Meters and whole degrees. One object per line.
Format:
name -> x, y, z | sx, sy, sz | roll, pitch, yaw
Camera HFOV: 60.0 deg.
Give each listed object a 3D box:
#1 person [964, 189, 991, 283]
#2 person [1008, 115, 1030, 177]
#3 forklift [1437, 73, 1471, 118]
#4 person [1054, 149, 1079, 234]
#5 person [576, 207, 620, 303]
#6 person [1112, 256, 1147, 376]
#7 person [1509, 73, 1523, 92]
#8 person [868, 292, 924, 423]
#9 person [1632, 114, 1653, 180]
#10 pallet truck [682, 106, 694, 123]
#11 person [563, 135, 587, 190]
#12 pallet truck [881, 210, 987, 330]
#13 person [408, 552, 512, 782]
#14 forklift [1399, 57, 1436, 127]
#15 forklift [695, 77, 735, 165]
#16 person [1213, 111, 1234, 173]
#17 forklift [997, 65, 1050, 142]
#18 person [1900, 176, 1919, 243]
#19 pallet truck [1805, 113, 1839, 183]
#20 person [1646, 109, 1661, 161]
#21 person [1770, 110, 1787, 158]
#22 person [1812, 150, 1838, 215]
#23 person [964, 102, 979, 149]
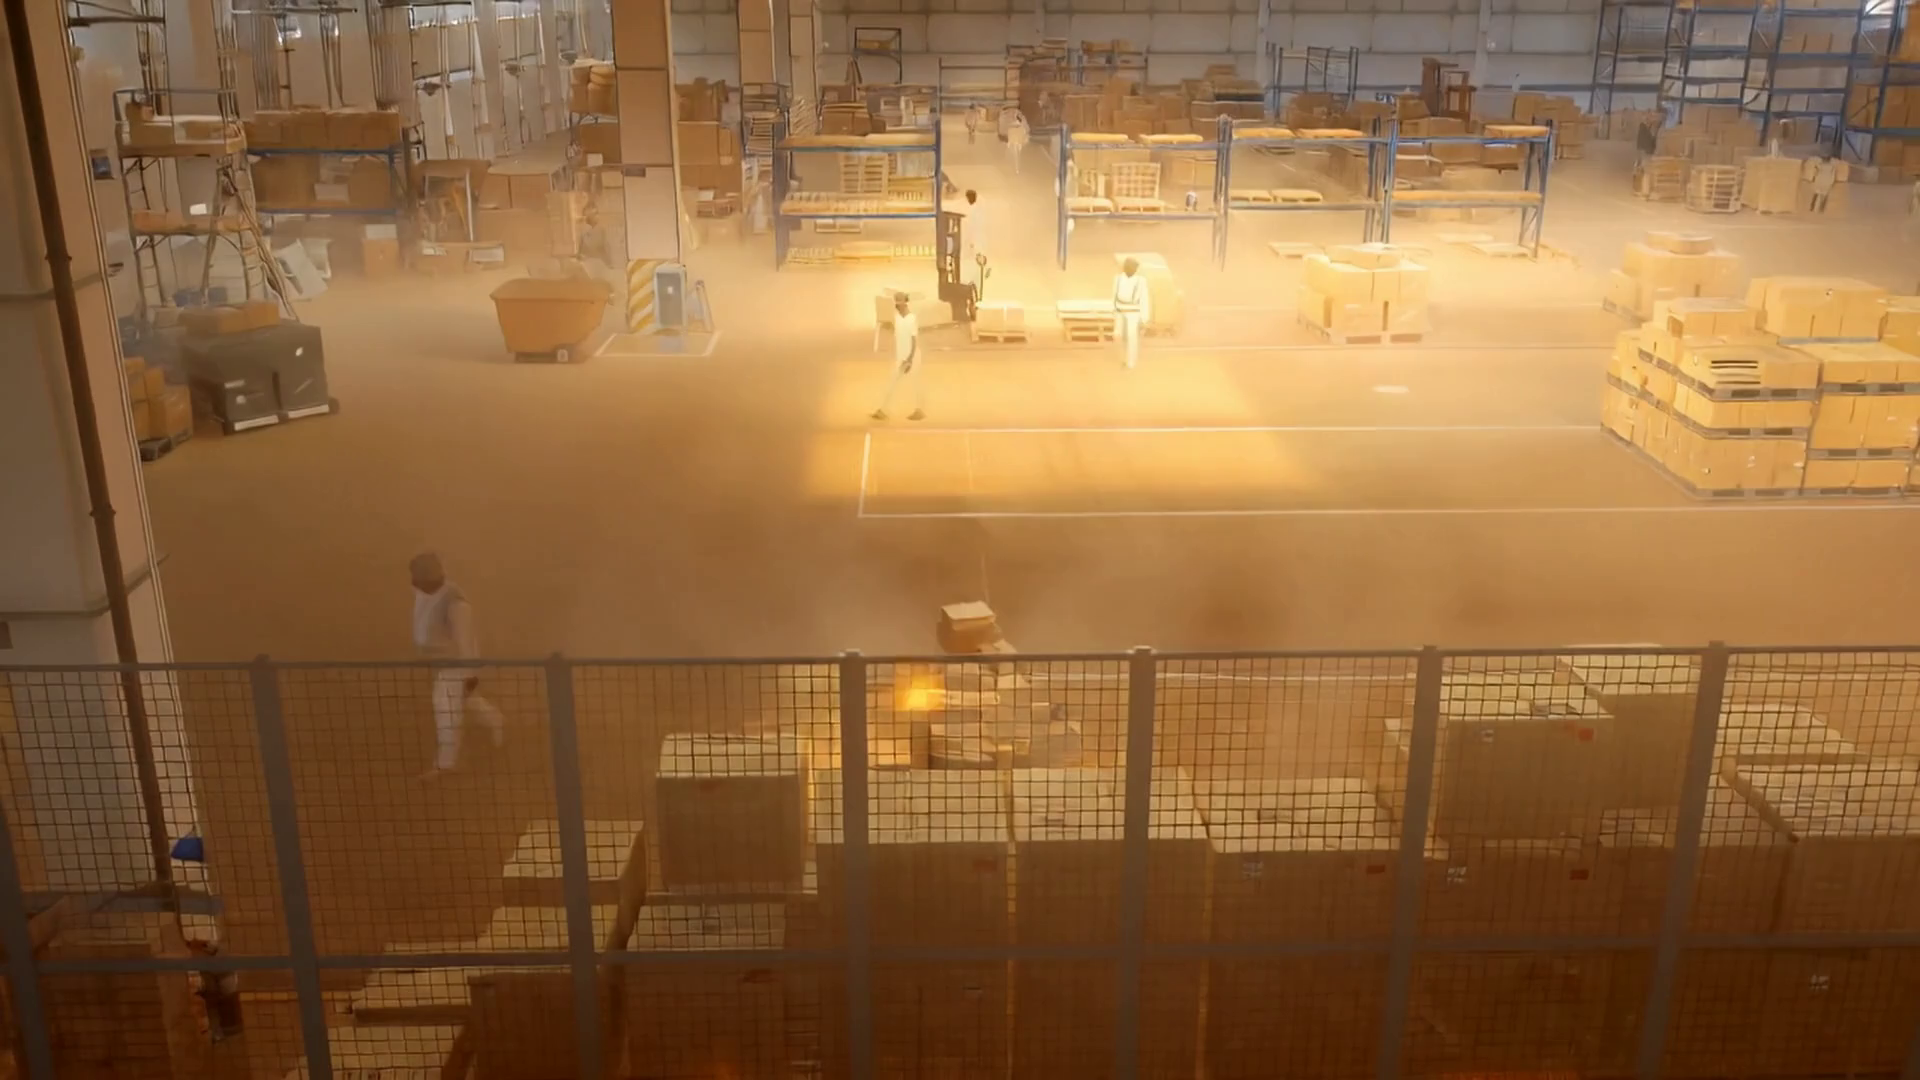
person -> 0.282, -6.042, 33.264 | 0.538, 1.929, 0.646 | 2, 19, 7
person -> 1.839, -12.336, 52.020 | 0.650, 1.887, 1.034 | -4, 19, -12
forklift -> 17.108, -14.811, 57.808 | 1.129, 2.768, 1.873 | -1, 19, -2
person -> 2.529, -8.457, 40.252 | 0.688, 2.000, 0.536 | -17, 25, -41
person -> -6.812, -5.337, 31.258 | 0.598, 1.879, 1.006 | 15, 24, 37
person -> 2.567, -3.430, 25.602 | 0.615, 1.867, 0.526 | 12, 22, 32
person -> 24.828, -19.895, 74.341 | 0.544, 1.939, 0.372 | 9, 21, 25
person -> -0.830, -2.492, 22.888 | 0.948, 1.820, 0.564 | -15, 24, -38
person -> 20.879, -11.991, 50.808 | 0.390, 1.995, 0.613 | -2, 19, -6
pallet truck -> -9.671, -15.907, 62.421 | 0.823, 1.965, 1.885 | 5, 19, 15
person -> -10.459, -10.054, 45.222 | 0.609, 1.886, 0.912 | -6, 19, -16
pallet truck -> -0.493, -4.759, 29.349 | 1.885, 1.965, 0.823 | -13, 23, -34
person -> -3.875, 0.914, 12.836 | 0.838, 1.805, 0.661 | -16, 24, -39
forklift -> 19.264, -18.500, 68.753 | 1.873, 2.768, 1.129 | -1, 19, -1
forklift -> -8.481, -13.870, 55.019 | 1.873, 2.768, 1.129 | -1, 19, -1
person -> 8.360, -12.696, 53.012 | 0.659, 1.917, 0.696 | -6, 20, -18
forklift -> 2.415, -16.503, 62.828 | 1.873, 2.768, 1.129 | -2, 19, -7
person -> 22.430, -7.736, 38.777 | 0.775, 1.607, 0.550 | 17, 25, 41
pallet truck -> 26.403, -11.957, 50.702 | 0.823, 1.965, 1.885 | 6, 19, 16
person -> 22.516, -13.049, 54.079 | 0.390, 1.912, 0.589 | -4, 19, -11
person -> 26.937, -13.198, 54.661 | 0.604, 1.827, 0.630 | 0, 19, 0
person -> 22.518, -9.314, 43.321 | 0.571, 1.685, 0.419 | 10, 21, 28
person -> 0.425, -14.976, 60.176 | 0.540, 1.657, 0.840 | 0, 19, 0
